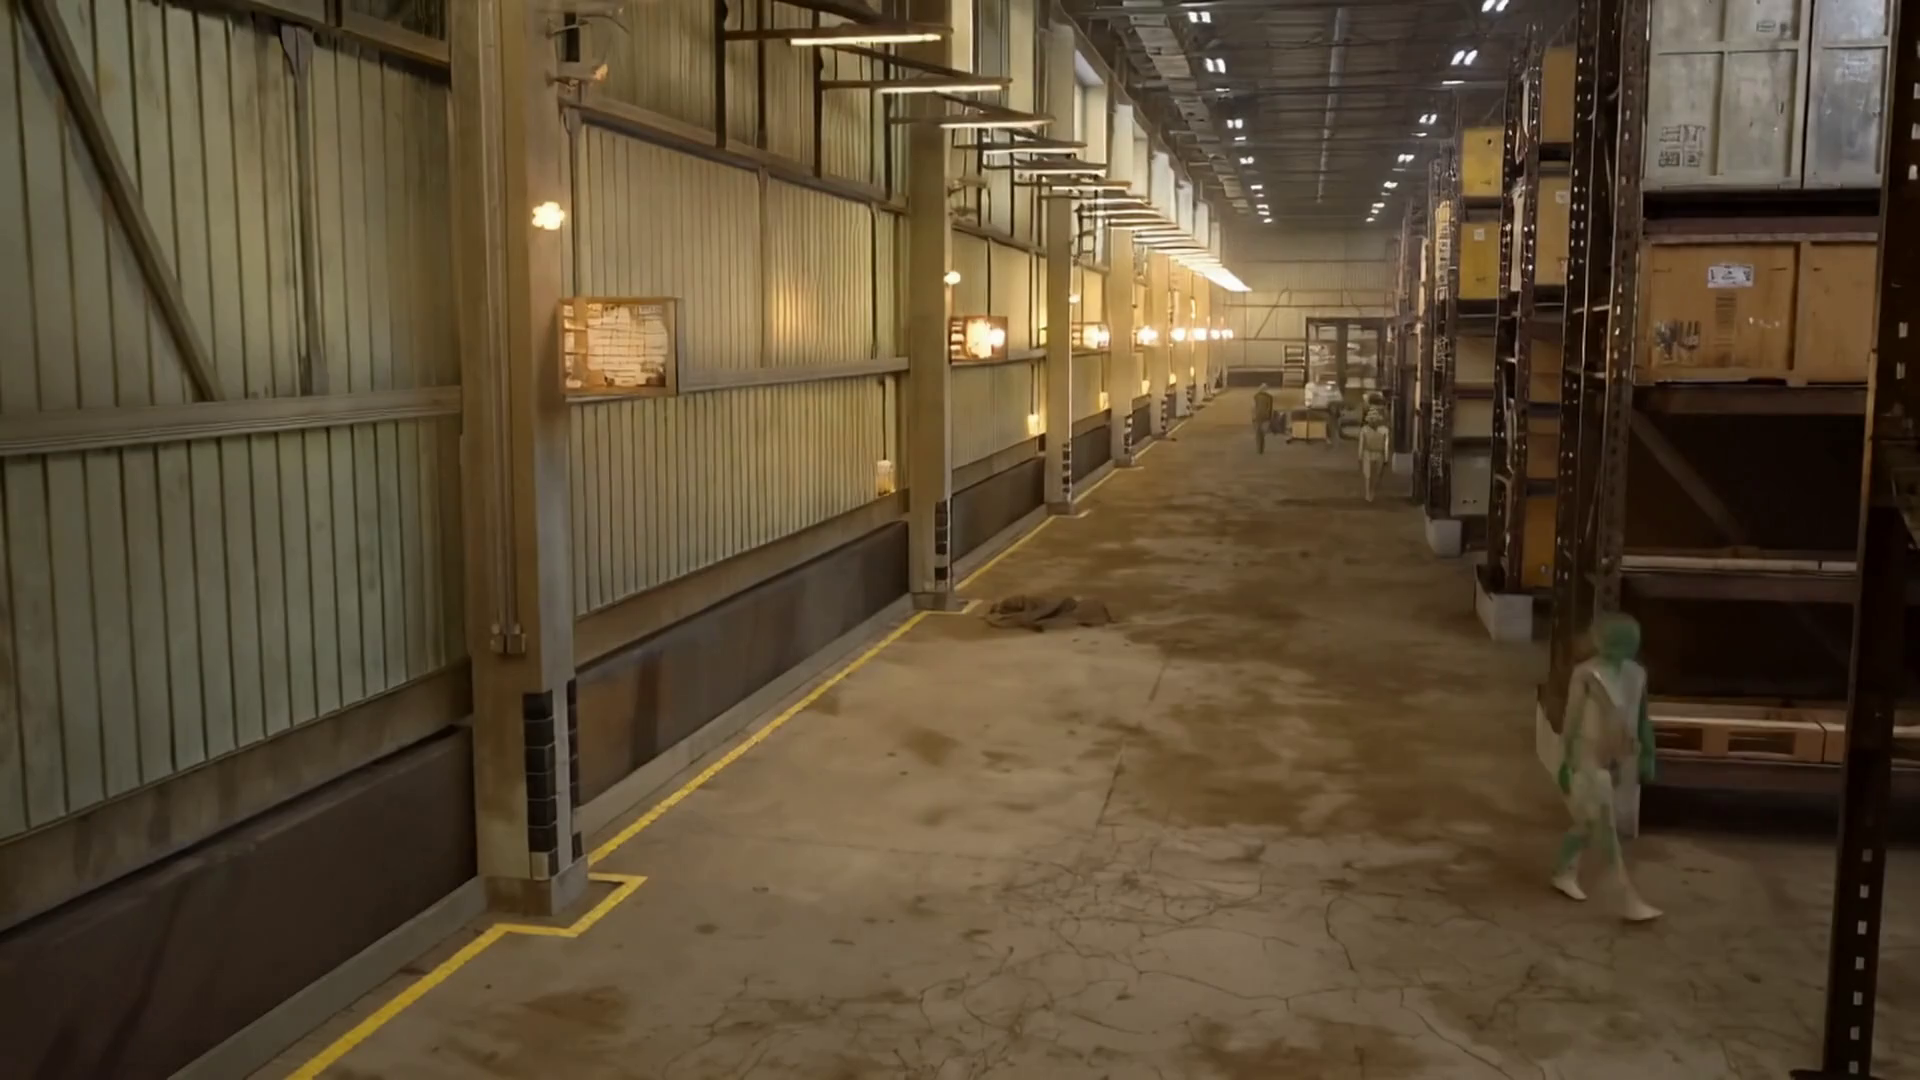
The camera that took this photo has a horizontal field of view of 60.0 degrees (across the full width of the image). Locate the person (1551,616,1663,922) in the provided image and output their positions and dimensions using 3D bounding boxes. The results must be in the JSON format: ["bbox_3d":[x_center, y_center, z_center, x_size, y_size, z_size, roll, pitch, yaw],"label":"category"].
[{"bbox_3d":[3.483,1.202,8.826,0.527,1.589,0.865,-4,8,-27],"label":"person"}]

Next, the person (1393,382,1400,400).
[{"bbox_3d":[12.385,-3.599,46.767,0.346,1.735,0.485,-5,9,-37],"label":"person"}]

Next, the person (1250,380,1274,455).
[{"bbox_3d":[7.696,-3.119,42.303,0.568,1.882,0.988,2,8,19],"label":"person"}]

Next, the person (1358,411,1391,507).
[{"bbox_3d":[7.415,-1.461,29.759,0.576,1.708,0.884,2,7,13],"label":"person"}]
